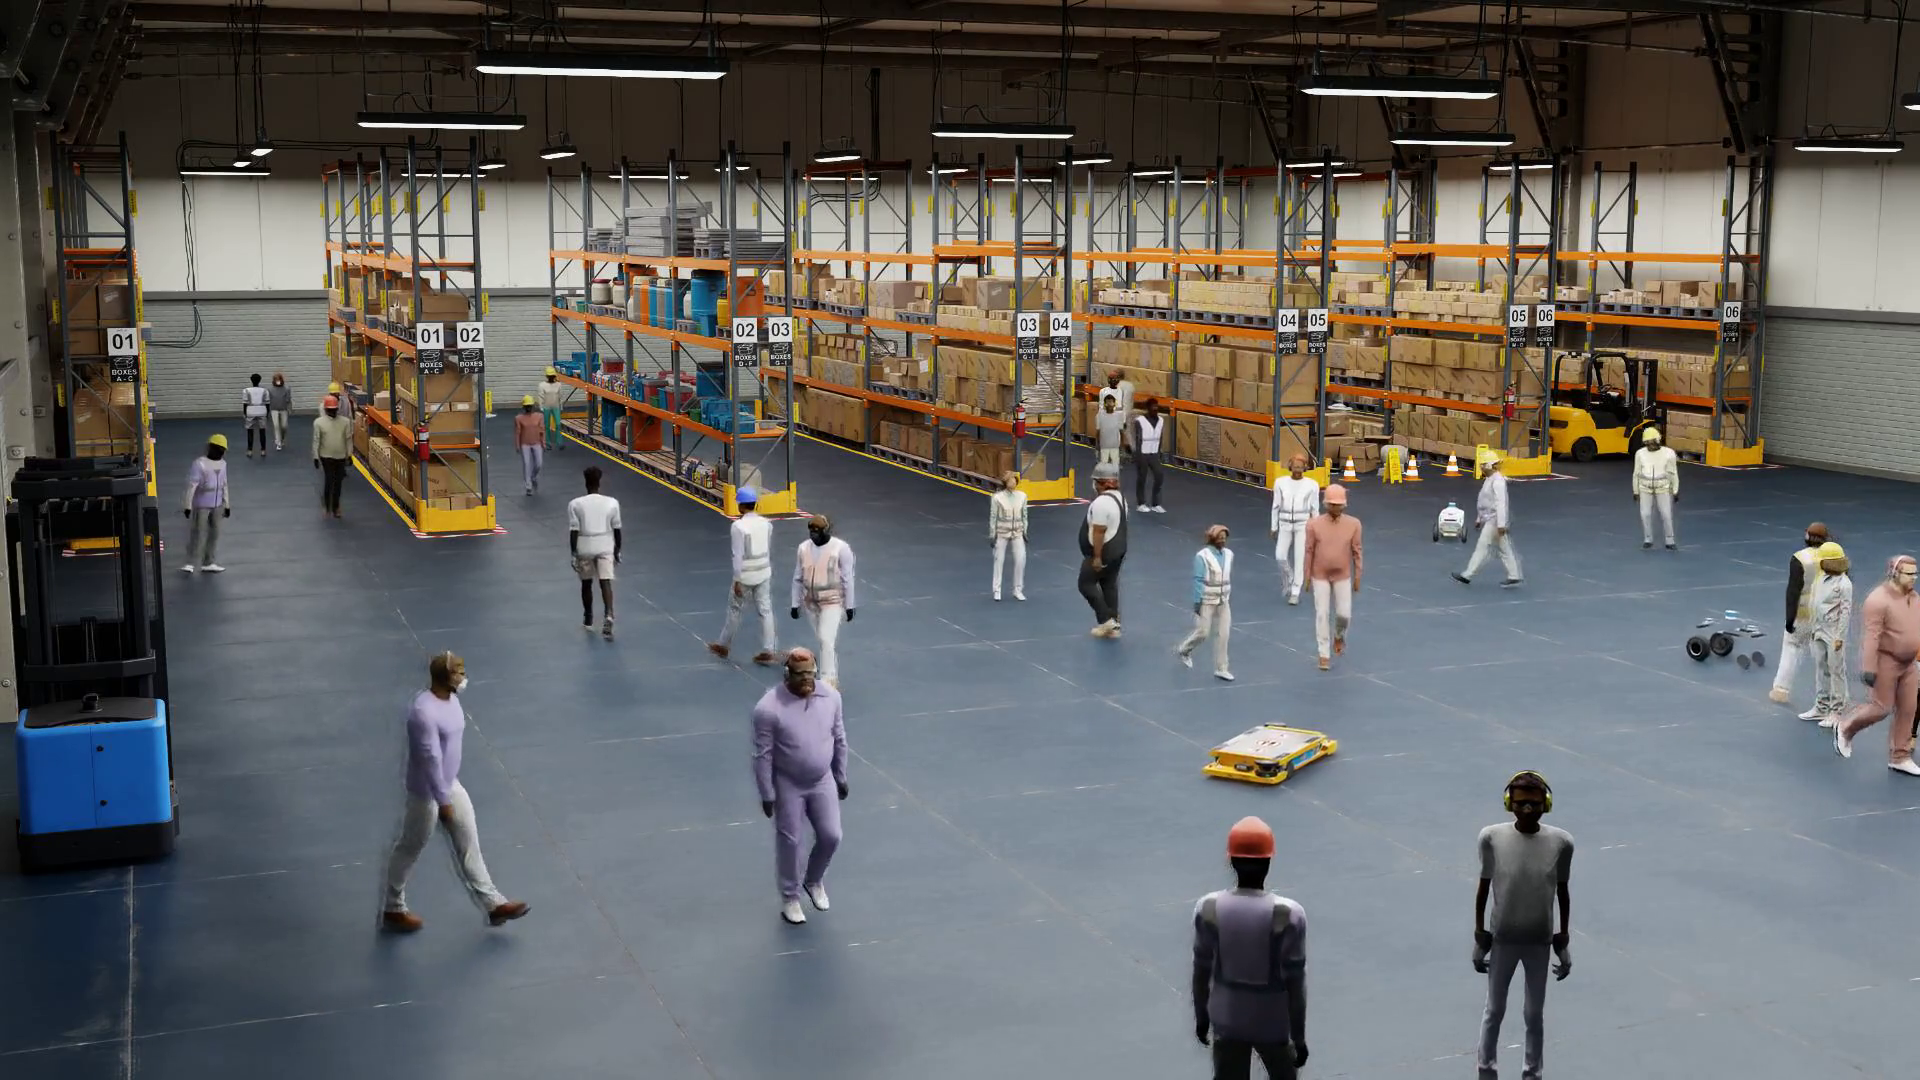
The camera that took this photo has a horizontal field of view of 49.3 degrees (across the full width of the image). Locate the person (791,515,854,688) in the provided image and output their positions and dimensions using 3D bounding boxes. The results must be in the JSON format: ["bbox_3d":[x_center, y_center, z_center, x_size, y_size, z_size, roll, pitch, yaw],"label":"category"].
[{"bbox_3d":[-1.419,0.655,20.887,0.654,1.810,0.768,5,10,31],"label":"person"}]

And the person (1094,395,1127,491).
[{"bbox_3d":[2.530,-1.518,35.292,0.537,1.856,0.471,0,9,3],"label":"person"}]

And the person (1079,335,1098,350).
[{"bbox_3d":[3.391,-4.410,54.447,0.645,1.879,0.771,-3,9,-19],"label":"person"}]

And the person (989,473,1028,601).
[{"bbox_3d":[0.609,-0.040,26.186,0.532,1.615,0.442,-4,9,-24],"label":"person"}]

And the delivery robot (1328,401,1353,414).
[{"bbox_3d":[8.982,-3.058,49.658,0.477,0.478,0.707,-5,10,-30],"label":"delivery robot"}]

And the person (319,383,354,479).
[{"bbox_3d":[-11.449,-1.984,38.471,0.627,1.819,0.426,-5,10,-29],"label":"person"}]

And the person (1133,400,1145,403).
[{"bbox_3d":[4.042,-3.286,46.760,0.551,1.934,0.373,-3,9,-21],"label":"person"}]

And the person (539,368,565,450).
[{"bbox_3d":[-8.516,-2.725,43.714,0.537,1.733,0.851,-4,9,-23],"label":"person"}]

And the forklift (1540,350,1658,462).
[{"bbox_3d":[12.897,-2.725,42.309,2.313,2.155,1.214,-3,9,-21],"label":"forklift"}]

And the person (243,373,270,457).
[{"bbox_3d":[-14.307,-2.538,42.594,0.539,1.693,0.320,-5,10,-28],"label":"person"}]

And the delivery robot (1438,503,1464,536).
[{"bbox_3d":[7.359,-0.312,31.346,0.477,0.478,0.707,2,9,16],"label":"delivery robot"}]

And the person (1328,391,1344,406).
[{"bbox_3d":[9.205,-3.944,51.315,0.643,1.889,1.045,-1,9,-9],"label":"person"}]

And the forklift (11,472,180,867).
[{"bbox_3d":[-6.630,0.886,15.957,1.129,2.768,1.873,-3,9,-21],"label":"forklift"}]

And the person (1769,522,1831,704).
[{"bbox_3d":[8.370,0.738,20.508,0.650,1.809,0.811,-2,9,-16],"label":"person"}]

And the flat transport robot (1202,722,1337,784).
[{"bbox_3d":[2.709,1.843,18.233,0.652,0.197,1.431,5,10,31],"label":"flat transport robot"}]

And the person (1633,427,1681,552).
[{"bbox_3d":[10.064,-0.724,30.170,0.734,1.787,0.403,4,9,24],"label":"person"}]

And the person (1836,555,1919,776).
[{"bbox_3d":[7.988,1.047,18.028,0.651,1.881,0.731,-5,10,-28],"label":"person"}]

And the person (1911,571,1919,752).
[{"bbox_3d":[8.625,1.049,18.668,0.532,1.692,0.320,1,9,8],"label":"person"}]

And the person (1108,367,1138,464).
[{"bbox_3d":[3.209,-2.464,41.404,0.629,1.908,0.908,-4,9,-25],"label":"person"}]

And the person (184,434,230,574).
[{"bbox_3d":[-10.174,-0.481,28.265,0.477,1.875,0.739,4,9,26],"label":"person"}]

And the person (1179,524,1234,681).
[{"bbox_3d":[2.582,0.624,21.747,0.531,1.620,0.589,-6,10,-33],"label":"person"}]

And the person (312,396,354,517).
[{"bbox_3d":[-10.071,-1.343,33.716,0.607,1.963,0.612,-6,10,-35],"label":"person"}]

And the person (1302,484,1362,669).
[{"bbox_3d":[3.946,0.372,22.253,0.629,1.977,0.540,1,9,7],"label":"person"}]

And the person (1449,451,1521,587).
[{"bbox_3d":[6.861,-0.263,27.150,0.946,1.768,0.609,1,9,9],"label":"person"}]

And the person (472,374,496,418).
[{"bbox_3d":[-11.831,-3.892,51.165,0.867,1.837,0.522,-8,11,-41],"label":"person"}]

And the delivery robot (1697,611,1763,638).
[{"bbox_3d":[8.294,0.879,22.547,0.335,0.223,0.698,-6,10,-35],"label":"delivery robot"}]

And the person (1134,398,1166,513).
[{"bbox_3d":[3.124,-1.380,34.190,0.613,1.885,0.737,-6,10,-33],"label":"person"}]

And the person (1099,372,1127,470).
[{"bbox_3d":[2.944,-2.288,40.284,0.586,1.882,0.342,-4,9,-23],"label":"person"}]

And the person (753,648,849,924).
[{"bbox_3d":[-1.049,1.642,14.093,0.719,1.886,0.440,-5,10,-29],"label":"person"}]

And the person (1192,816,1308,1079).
[{"bbox_3d":[1.384,2.245,9.908,0.581,1.924,0.491,4,9,23],"label":"person"}]

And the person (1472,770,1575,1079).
[{"bbox_3d":[2.954,2.113,10.990,0.512,1.872,0.330,1,9,8],"label":"person"}]

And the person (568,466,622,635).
[{"bbox_3d":[-4.181,0.121,24.093,0.610,1.936,0.910,-3,9,-18],"label":"person"}]

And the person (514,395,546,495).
[{"bbox_3d":[-7.488,-1.654,36.489,0.541,1.750,0.368,-3,9,-18],"label":"person"}]

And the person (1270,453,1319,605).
[{"bbox_3d":[4.160,-0.144,26.001,0.613,1.876,0.395,3,9,19],"label":"person"}]

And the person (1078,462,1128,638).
[{"bbox_3d":[1.621,0.129,23.787,0.538,2.000,0.699,5,10,28],"label":"person"}]

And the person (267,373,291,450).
[{"bbox_3d":[-14.324,-2.714,44.038,0.503,1.620,0.524,-4,9,-24],"label":"person"}]

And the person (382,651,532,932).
[{"bbox_3d":[-3.389,1.676,13.861,1.061,1.868,0.659,2,9,14],"label":"person"}]

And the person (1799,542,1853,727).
[{"bbox_3d":[8.151,0.877,19.672,0.311,1.736,0.483,-1,9,-8],"label":"person"}]

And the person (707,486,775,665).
[{"bbox_3d":[-2.320,0.368,22.506,0.969,1.898,0.636,7,11,40],"label":"person"}]
